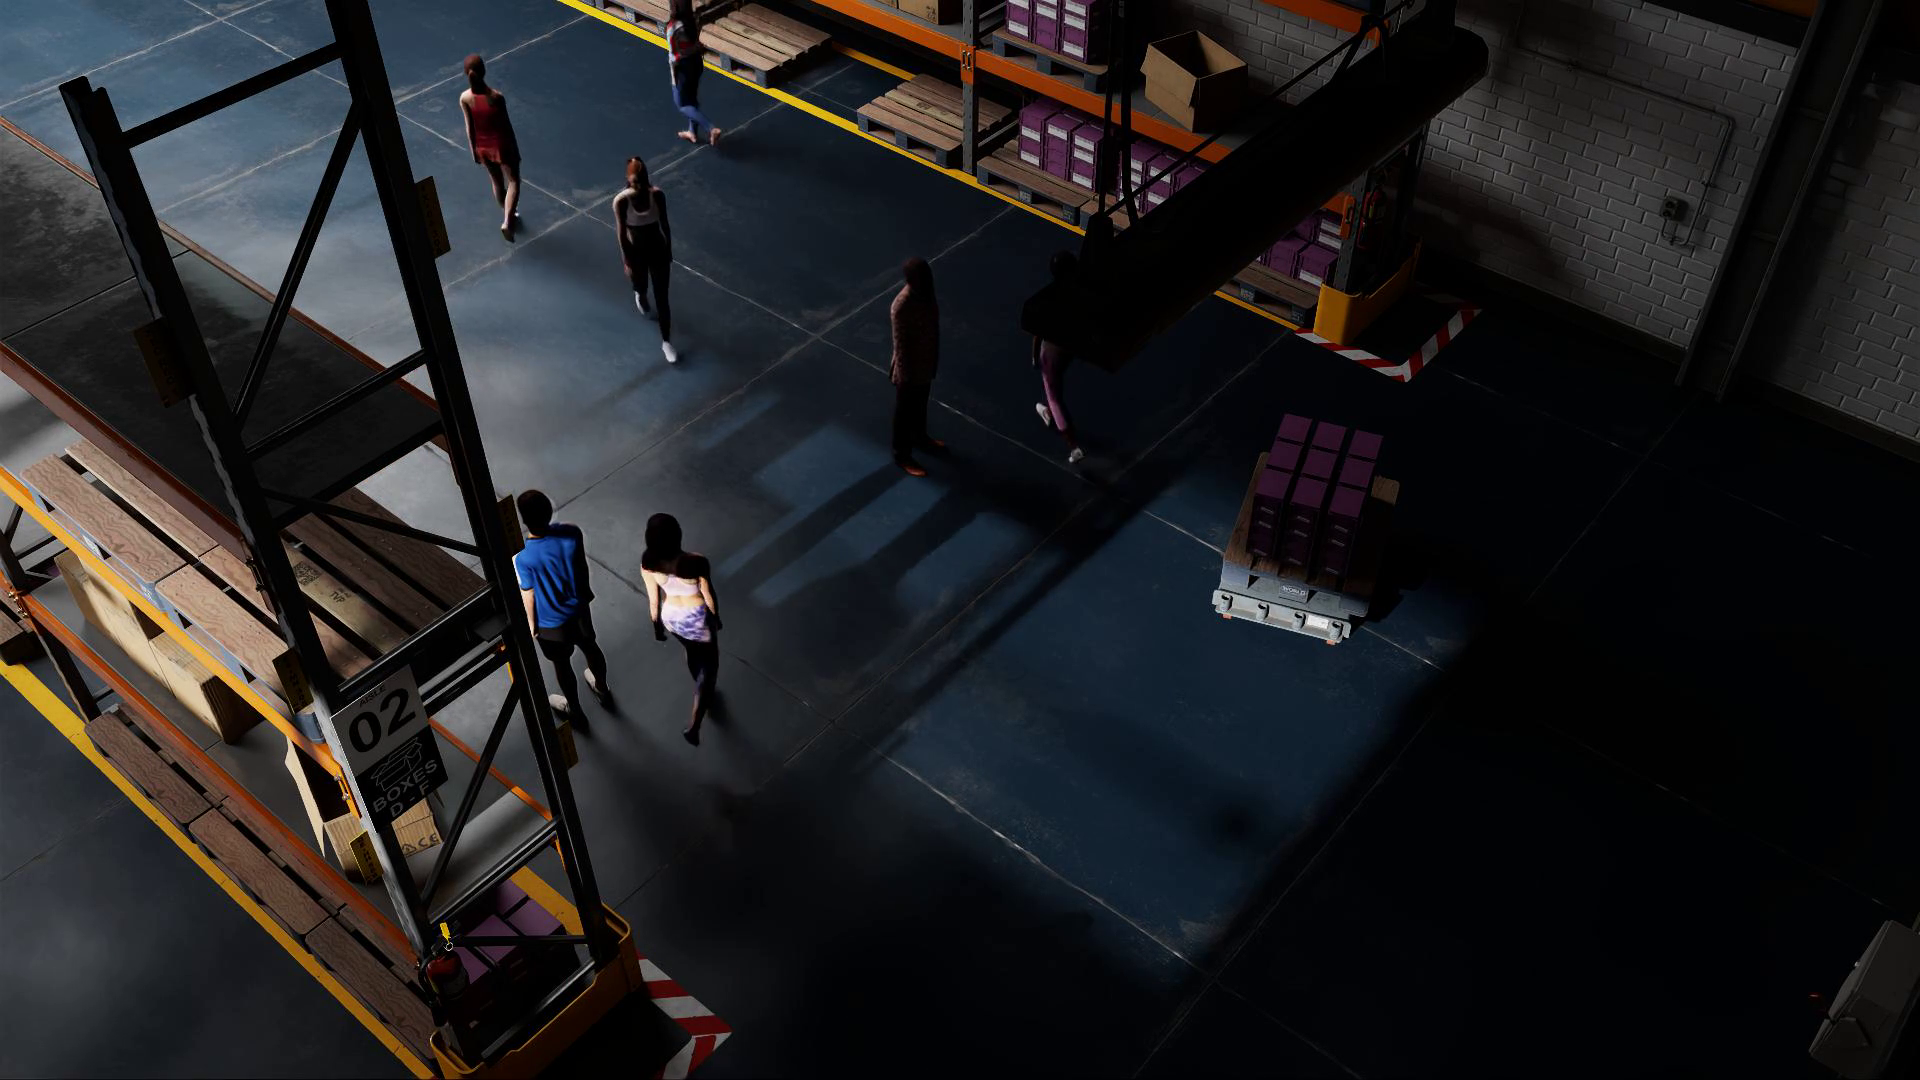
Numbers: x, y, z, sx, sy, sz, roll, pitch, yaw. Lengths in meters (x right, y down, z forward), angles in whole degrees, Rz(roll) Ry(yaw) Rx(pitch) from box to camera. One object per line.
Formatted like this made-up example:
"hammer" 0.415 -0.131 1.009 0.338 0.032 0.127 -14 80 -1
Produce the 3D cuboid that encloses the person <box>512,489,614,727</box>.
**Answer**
"person" -2.517 0.418 10.443 0.575 1.865 0.665 33 53 30

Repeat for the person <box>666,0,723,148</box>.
"person" -2.514 -4.433 15.727 0.869 1.600 0.663 24 49 23

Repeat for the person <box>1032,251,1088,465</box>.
"person" 0.780 -1.341 12.402 0.904 1.709 1.202 -19 47 -19

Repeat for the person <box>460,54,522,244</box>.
"person" -4.071 -3.370 14.512 0.943 1.737 0.970 -1 44 -1

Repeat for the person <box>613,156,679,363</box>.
"person" -2.565 -2.343 13.448 0.962 1.717 1.212 -14 45 -15

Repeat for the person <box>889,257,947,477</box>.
"person" -0.339 -1.326 12.316 0.667 1.807 0.728 19 47 19

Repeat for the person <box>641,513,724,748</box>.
"person" -1.701 0.581 10.366 1.040 1.736 1.023 3 44 4
